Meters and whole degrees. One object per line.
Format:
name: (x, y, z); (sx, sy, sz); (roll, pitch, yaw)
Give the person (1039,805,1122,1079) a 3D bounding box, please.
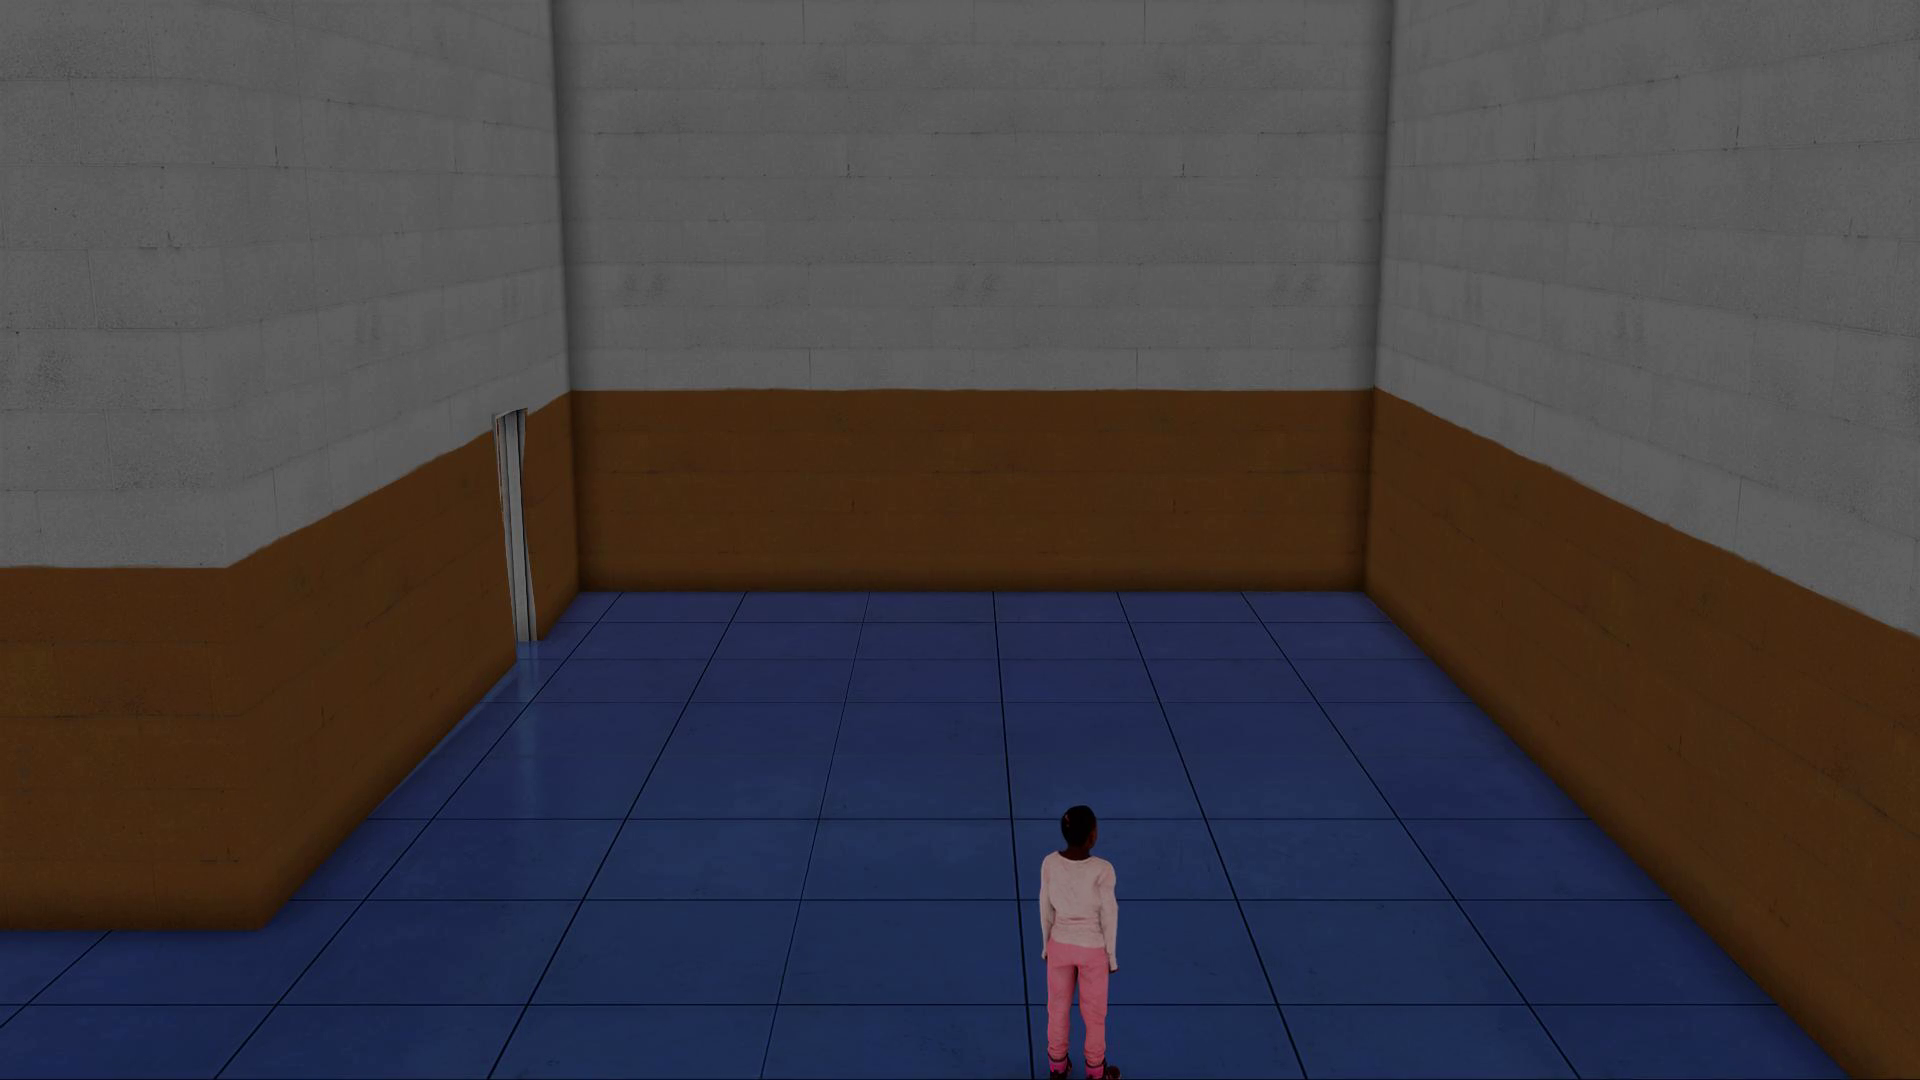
person: (0.565, 1.931, 7.922); (0.552, 1.442, 0.667); (5, 13, 24)
